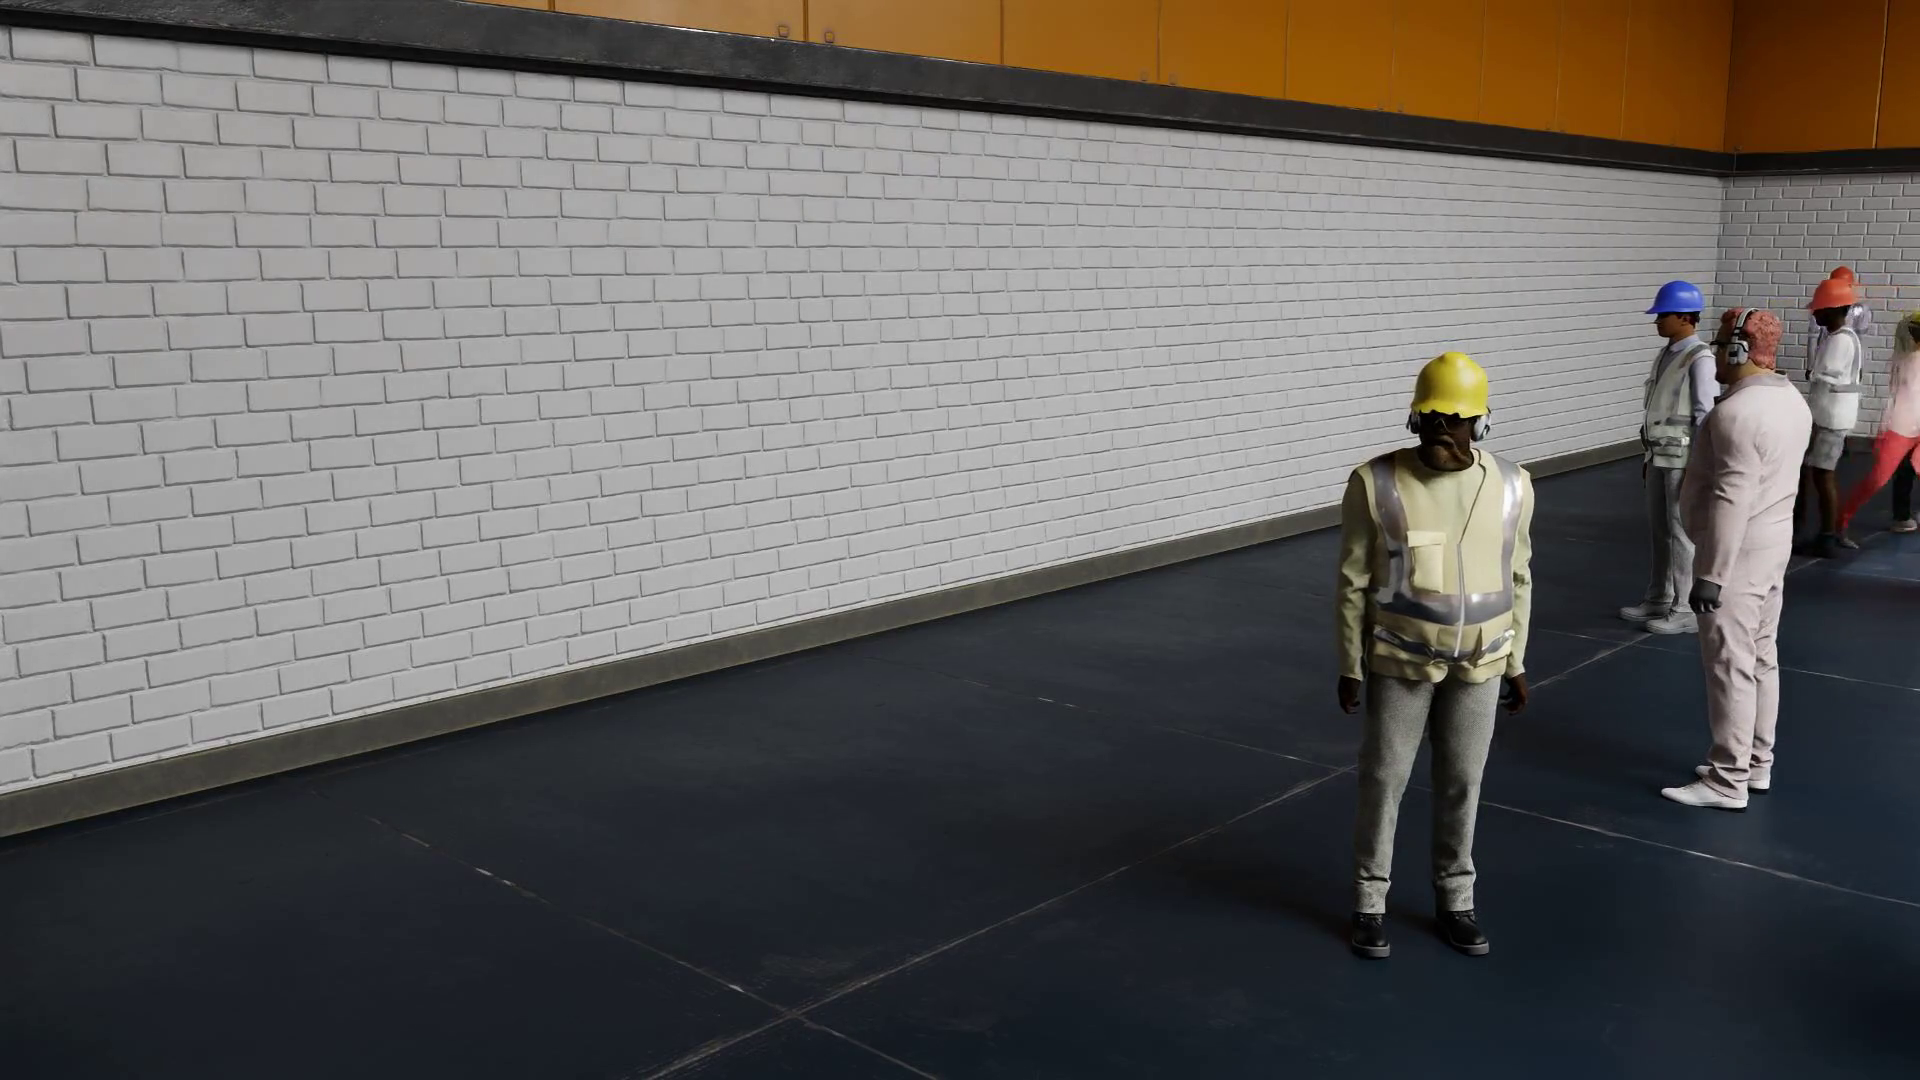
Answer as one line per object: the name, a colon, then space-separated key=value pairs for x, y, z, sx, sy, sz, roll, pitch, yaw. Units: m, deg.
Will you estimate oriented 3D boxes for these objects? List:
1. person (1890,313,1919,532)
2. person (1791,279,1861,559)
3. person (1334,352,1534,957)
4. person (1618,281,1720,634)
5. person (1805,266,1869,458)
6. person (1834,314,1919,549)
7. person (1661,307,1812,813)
person: x=7.221 y=-1.018 z=12.332 sx=0.393 sy=1.985 sz=0.611 roll=-6 pitch=12 yaw=-31
person: x=5.859 y=-0.826 z=11.436 sx=0.529 sy=1.915 sz=0.567 roll=3 pitch=11 yaw=19
person: x=1.422 y=0.352 z=4.979 sx=0.600 sy=1.827 sz=0.404 roll=-1 pitch=10 yaw=-3
person: x=3.956 y=-0.455 z=9.234 sx=0.403 sy=1.945 sz=0.614 roll=0 pitch=10 yaw=-2
person: x=8.896 y=-1.800 z=16.913 sx=0.546 sy=1.942 sz=0.352 roll=4 pitch=11 yaw=22
person: x=6.602 y=-0.749 z=11.620 sx=0.938 sy=1.705 sz=0.525 roll=9 pitch=13 yaw=41
person: x=2.943 y=0.074 z=6.342 sx=0.401 sy=1.906 sz=0.650 roll=10 pitch=14 yaw=43
